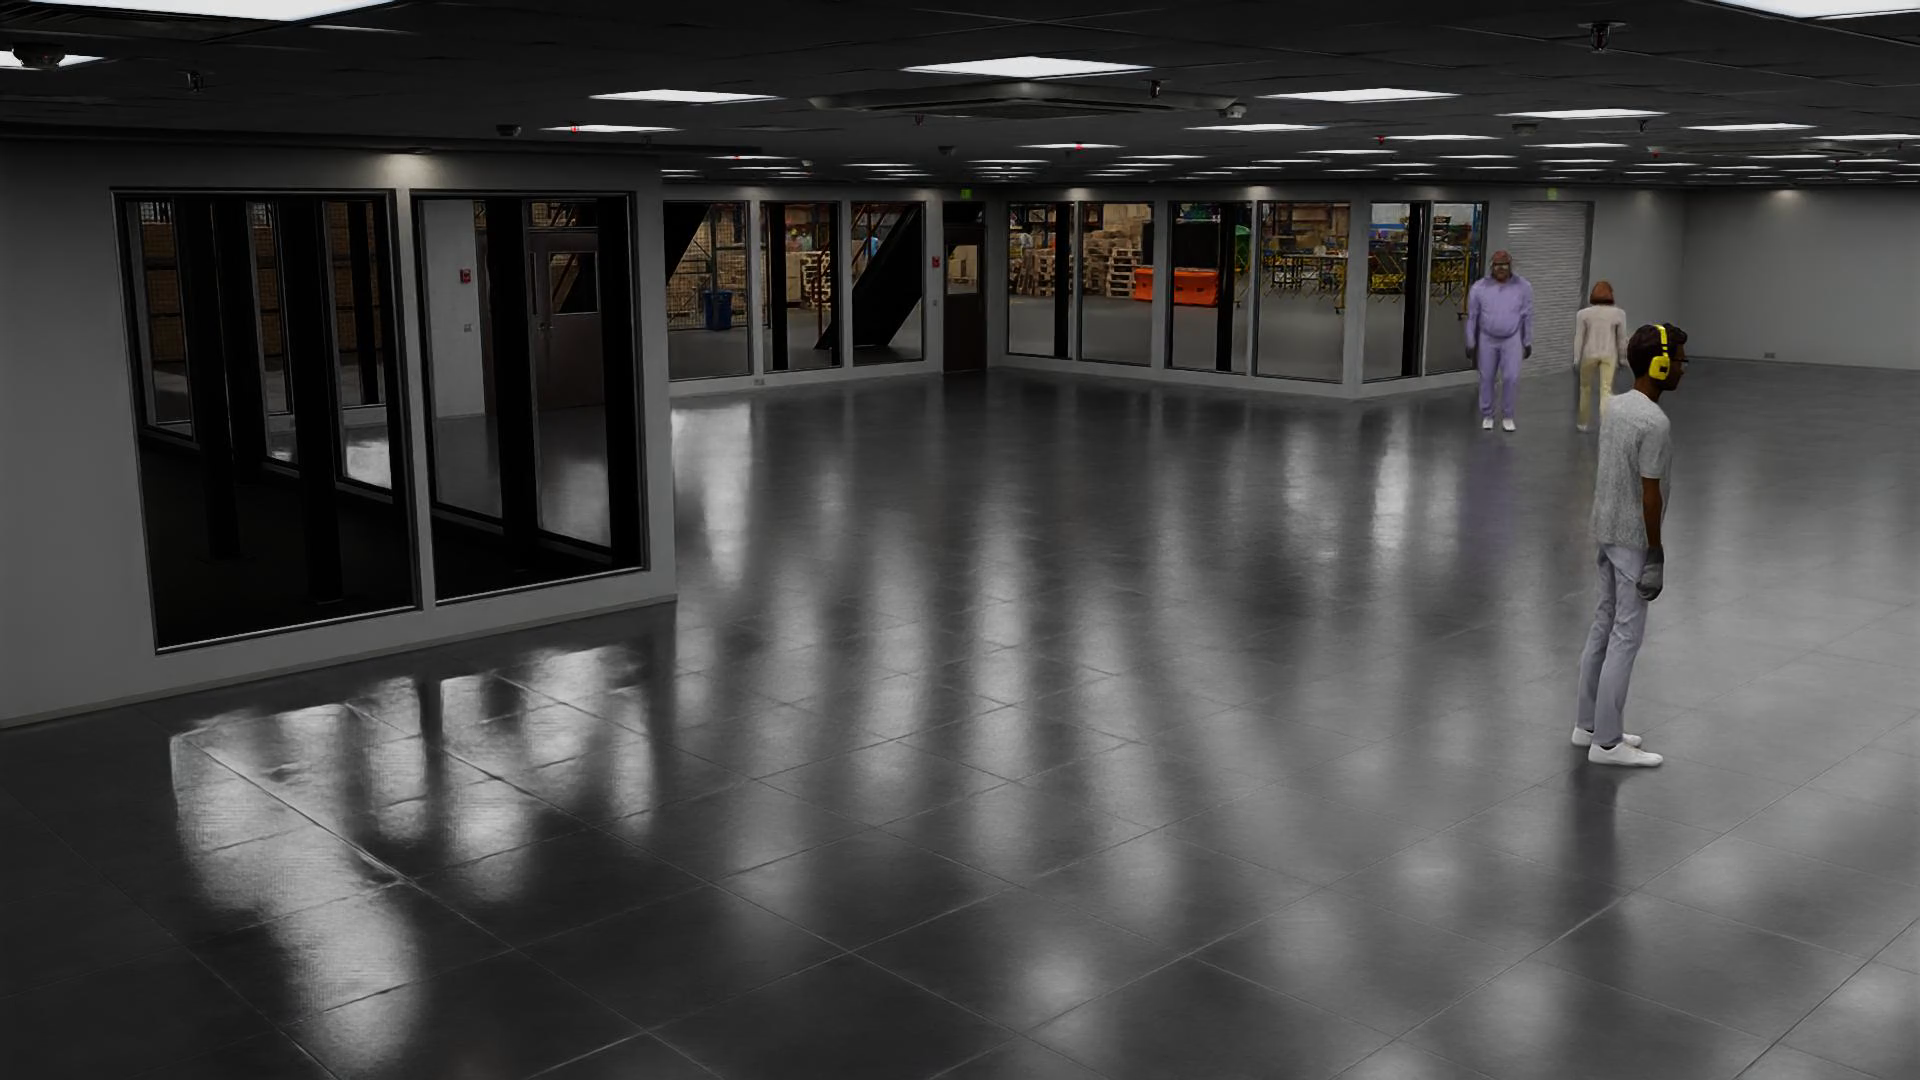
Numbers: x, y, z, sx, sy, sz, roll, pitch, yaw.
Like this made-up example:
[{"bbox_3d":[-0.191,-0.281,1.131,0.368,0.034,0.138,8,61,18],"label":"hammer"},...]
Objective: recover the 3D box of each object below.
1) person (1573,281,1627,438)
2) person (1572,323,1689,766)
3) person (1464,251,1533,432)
[{"bbox_3d":[6.560,-1.855,17.055,0.520,1.591,0.861,3,12,13],"label":"person"},{"bbox_3d":[2.820,0.026,6.981,0.326,1.861,0.498,-1,11,-3],"label":"person"},{"bbox_3d":[5.595,-2.049,17.290,0.683,1.872,0.850,3,12,15],"label":"person"}]
